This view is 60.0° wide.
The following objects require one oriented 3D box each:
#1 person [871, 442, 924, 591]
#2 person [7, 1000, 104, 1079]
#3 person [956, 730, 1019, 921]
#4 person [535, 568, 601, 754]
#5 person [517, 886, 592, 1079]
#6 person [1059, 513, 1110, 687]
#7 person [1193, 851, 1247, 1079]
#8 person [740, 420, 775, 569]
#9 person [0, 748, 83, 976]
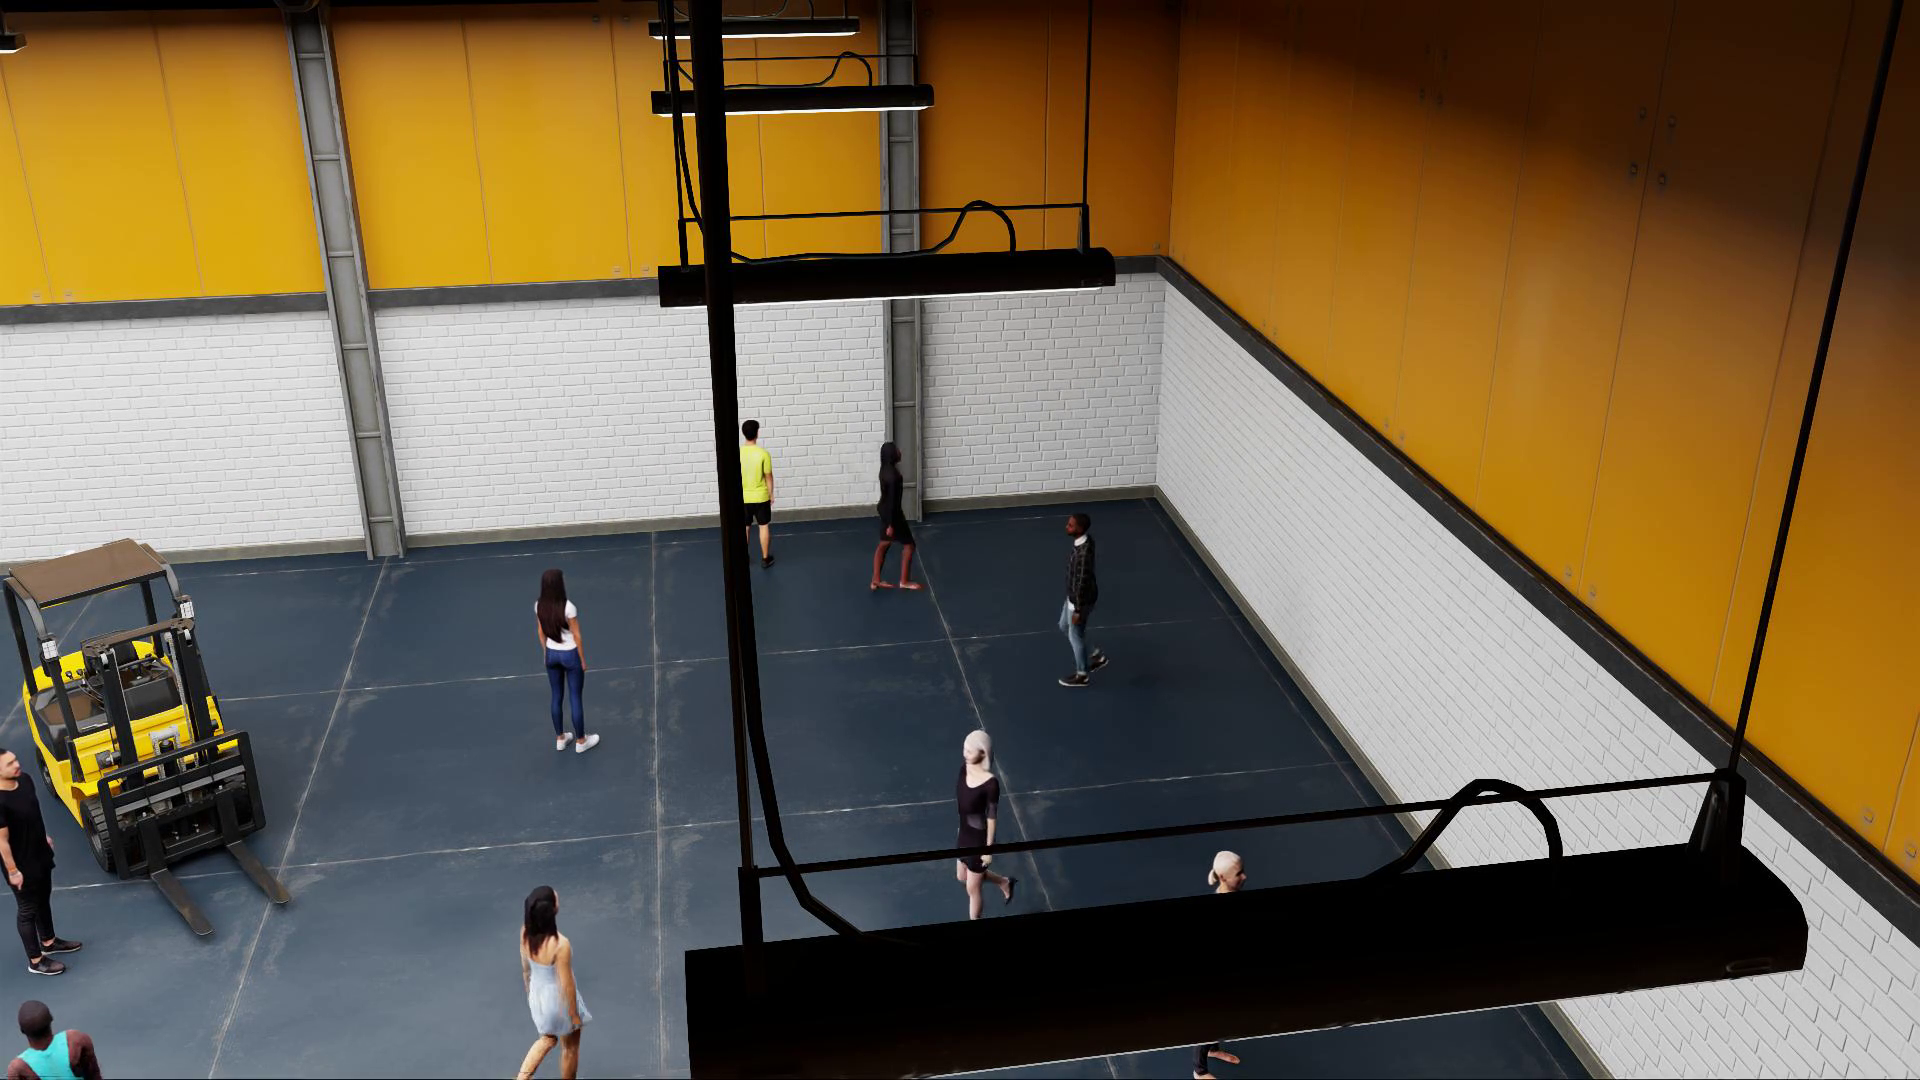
[{"bbox_3d":[-0.830,-0.225,17.862,0.779,1.697,0.648,-3,24,-8],"label":"person"},{"bbox_3d":[-5.026,3.407,9.456,1.197,1.775,1.079,-18,30,-36],"label":"person"},{"bbox_3d":[0.192,2.179,12.212,1.021,1.818,0.854,-17,29,-34],"label":"person"},{"bbox_3d":[-3.534,1.069,14.806,0.623,1.774,0.730,9,25,20],"label":"person"},{"bbox_3d":[-2.637,2.979,10.510,0.928,1.715,0.965,14,27,29],"label":"person"},{"bbox_3d":[1.246,0.579,15.887,0.824,1.806,0.787,2,24,5],"label":"person"},{"bbox_3d":[1.714,2.786,10.939,0.714,1.725,0.683,12,26,25],"label":"person"},{"bbox_3d":[-2.304,-0.511,18.504,0.535,1.706,0.721,1,24,3],"label":"person"},{"bbox_3d":[-6.745,2.255,11.982,0.619,1.862,0.713,-1,24,-2],"label":"person"}]
